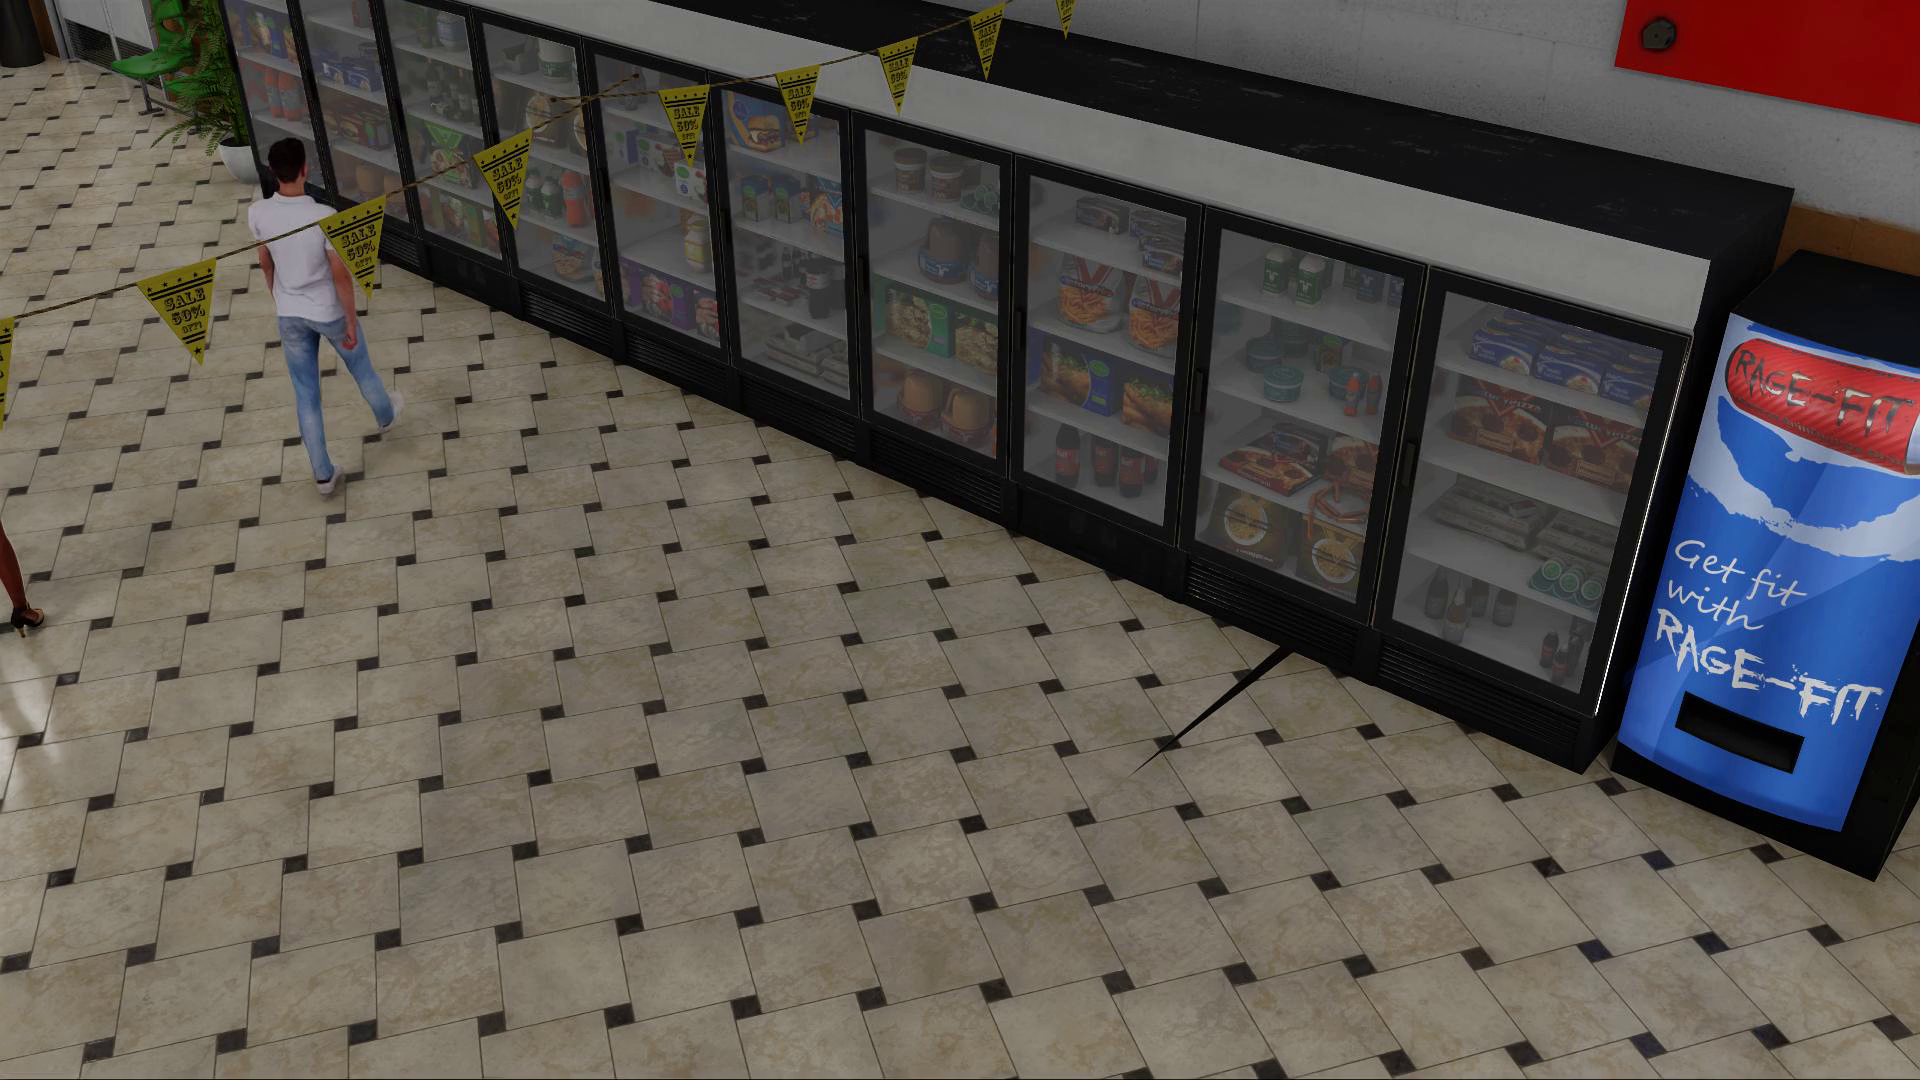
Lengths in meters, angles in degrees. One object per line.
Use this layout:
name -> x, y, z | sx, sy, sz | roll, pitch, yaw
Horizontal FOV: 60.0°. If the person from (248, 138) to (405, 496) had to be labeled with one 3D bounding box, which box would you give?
person -> -3.356, -1.095, 8.567 | 1.125, 1.806, 1.212 | -2, 32, -3
